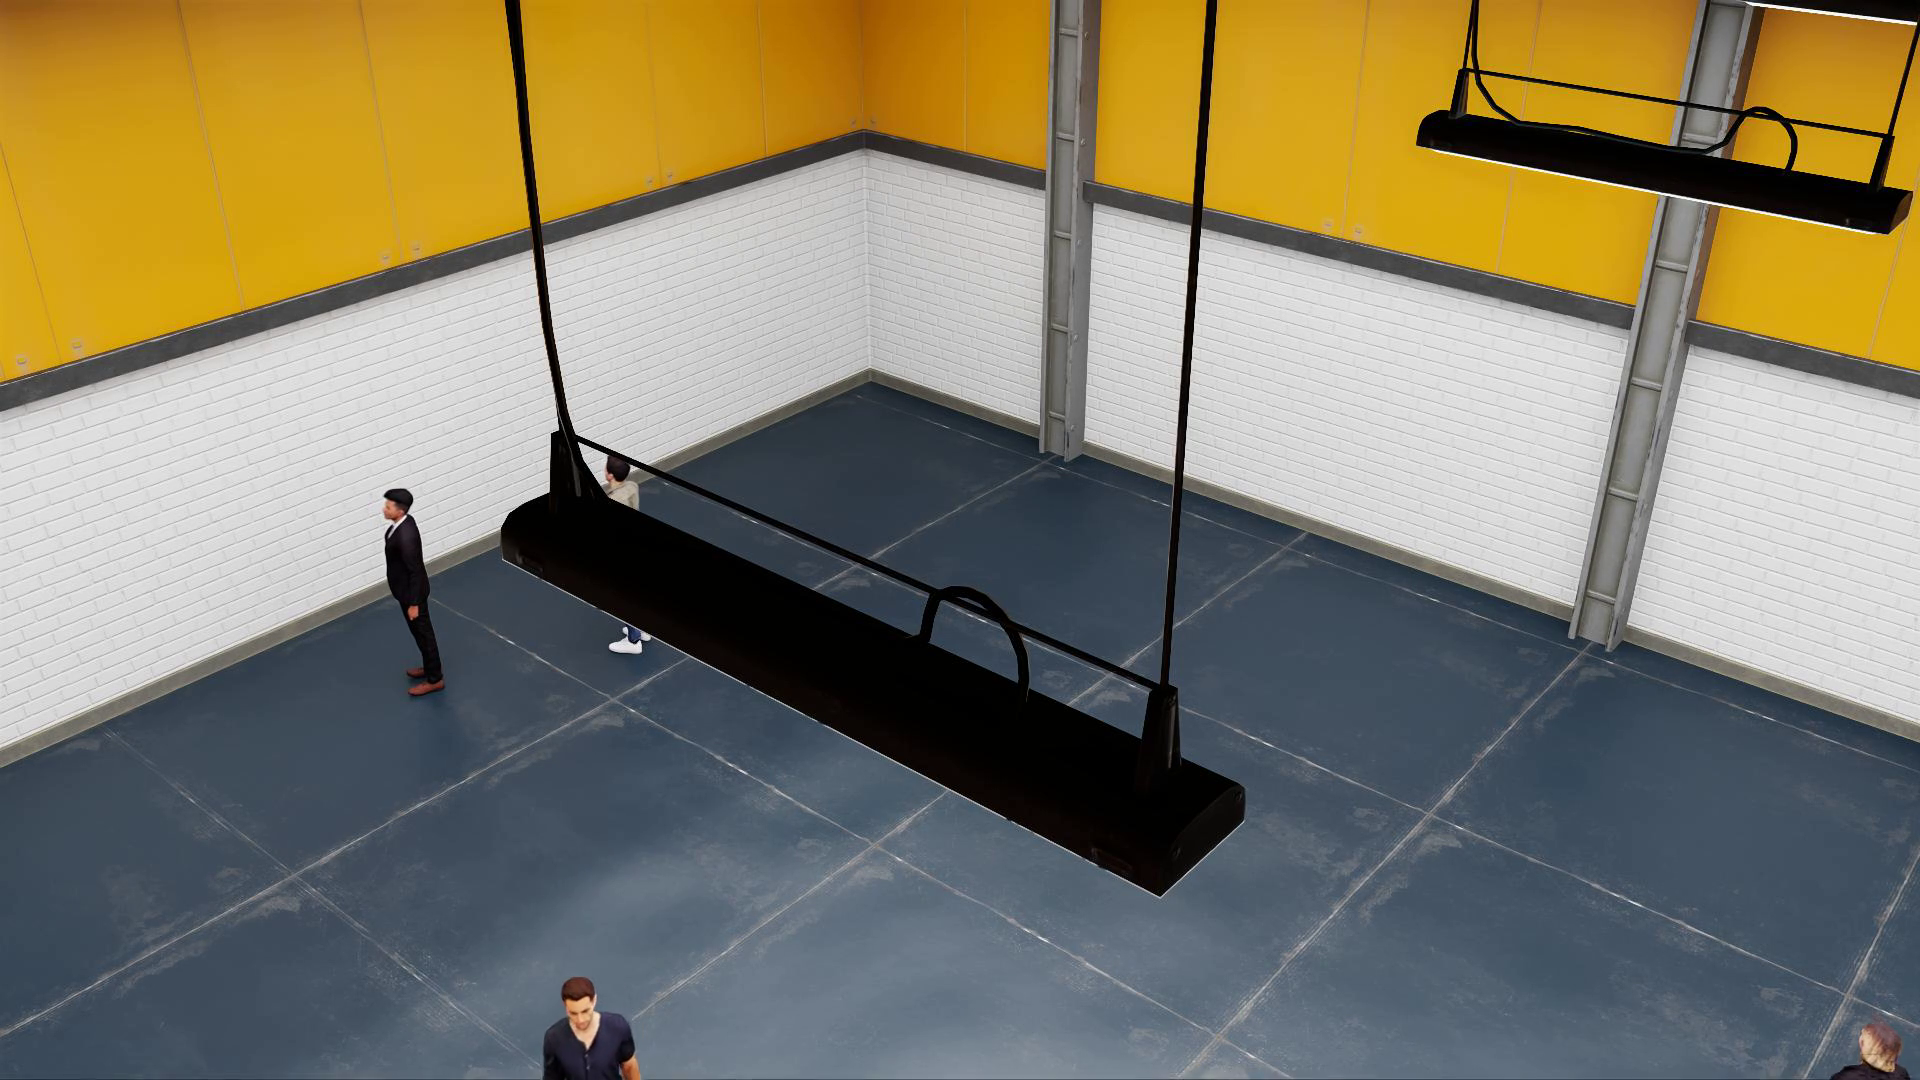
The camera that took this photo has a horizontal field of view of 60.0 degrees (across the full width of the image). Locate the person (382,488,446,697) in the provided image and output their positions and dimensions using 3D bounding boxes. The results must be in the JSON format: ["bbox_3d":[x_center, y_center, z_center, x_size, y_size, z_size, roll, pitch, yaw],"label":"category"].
[{"bbox_3d":[-4.547,0.404,13.841,0.834,1.883,0.695,-10,30,-17],"label":"person"}]

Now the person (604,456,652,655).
[{"bbox_3d":[-2.880,0.118,14.385,0.754,1.865,0.786,7,29,13],"label":"person"}]

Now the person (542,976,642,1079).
[{"bbox_3d":[-1.991,3.040,9.088,1.151,1.807,1.267,-5,29,-9],"label":"person"}]

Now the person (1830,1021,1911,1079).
[{"bbox_3d":[4.749,3.283,8.795,0.709,1.661,0.729,-10,30,-18],"label":"person"}]
